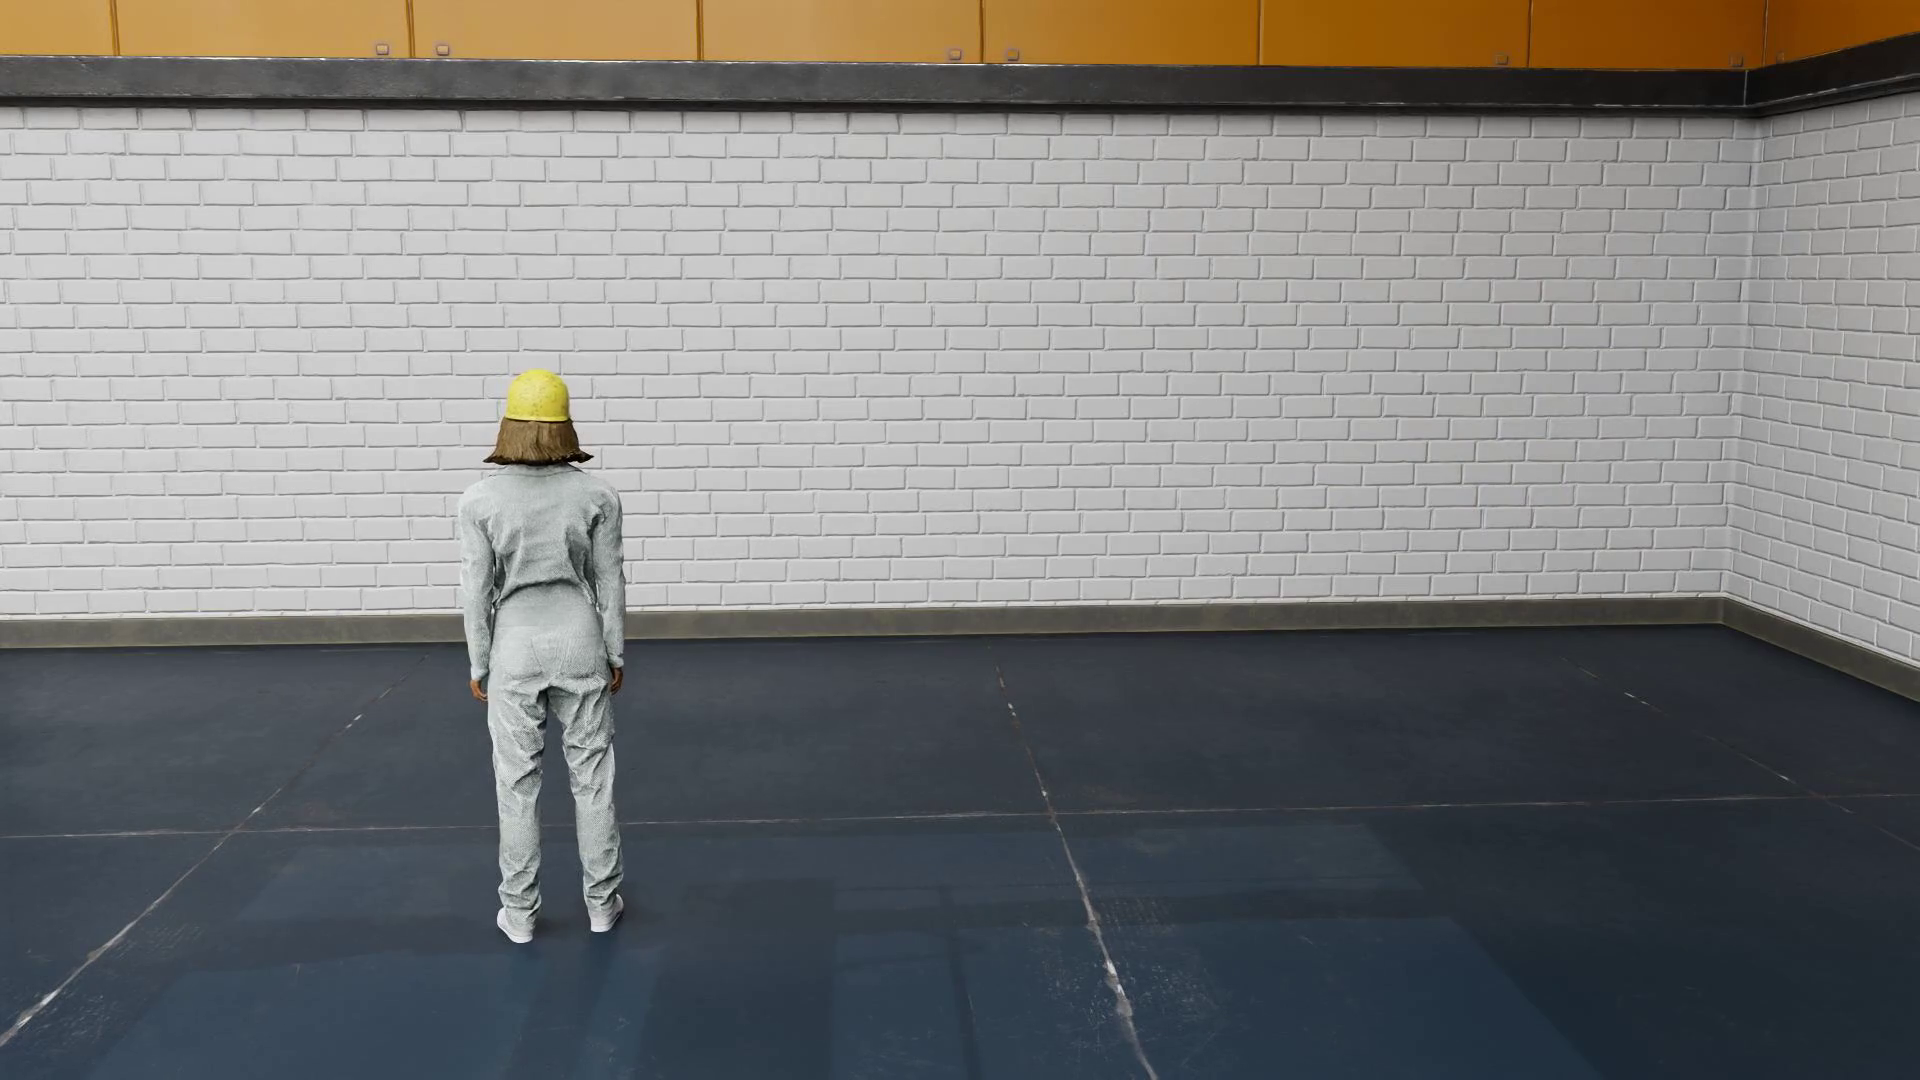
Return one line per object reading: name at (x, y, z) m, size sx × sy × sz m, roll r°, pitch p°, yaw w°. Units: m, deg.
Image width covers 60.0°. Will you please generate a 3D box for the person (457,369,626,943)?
person at (-1.260, 0.353, 5.072) m, size 0.487 × 1.744 × 0.297 m, roll -3°, pitch 9°, yaw -17°
